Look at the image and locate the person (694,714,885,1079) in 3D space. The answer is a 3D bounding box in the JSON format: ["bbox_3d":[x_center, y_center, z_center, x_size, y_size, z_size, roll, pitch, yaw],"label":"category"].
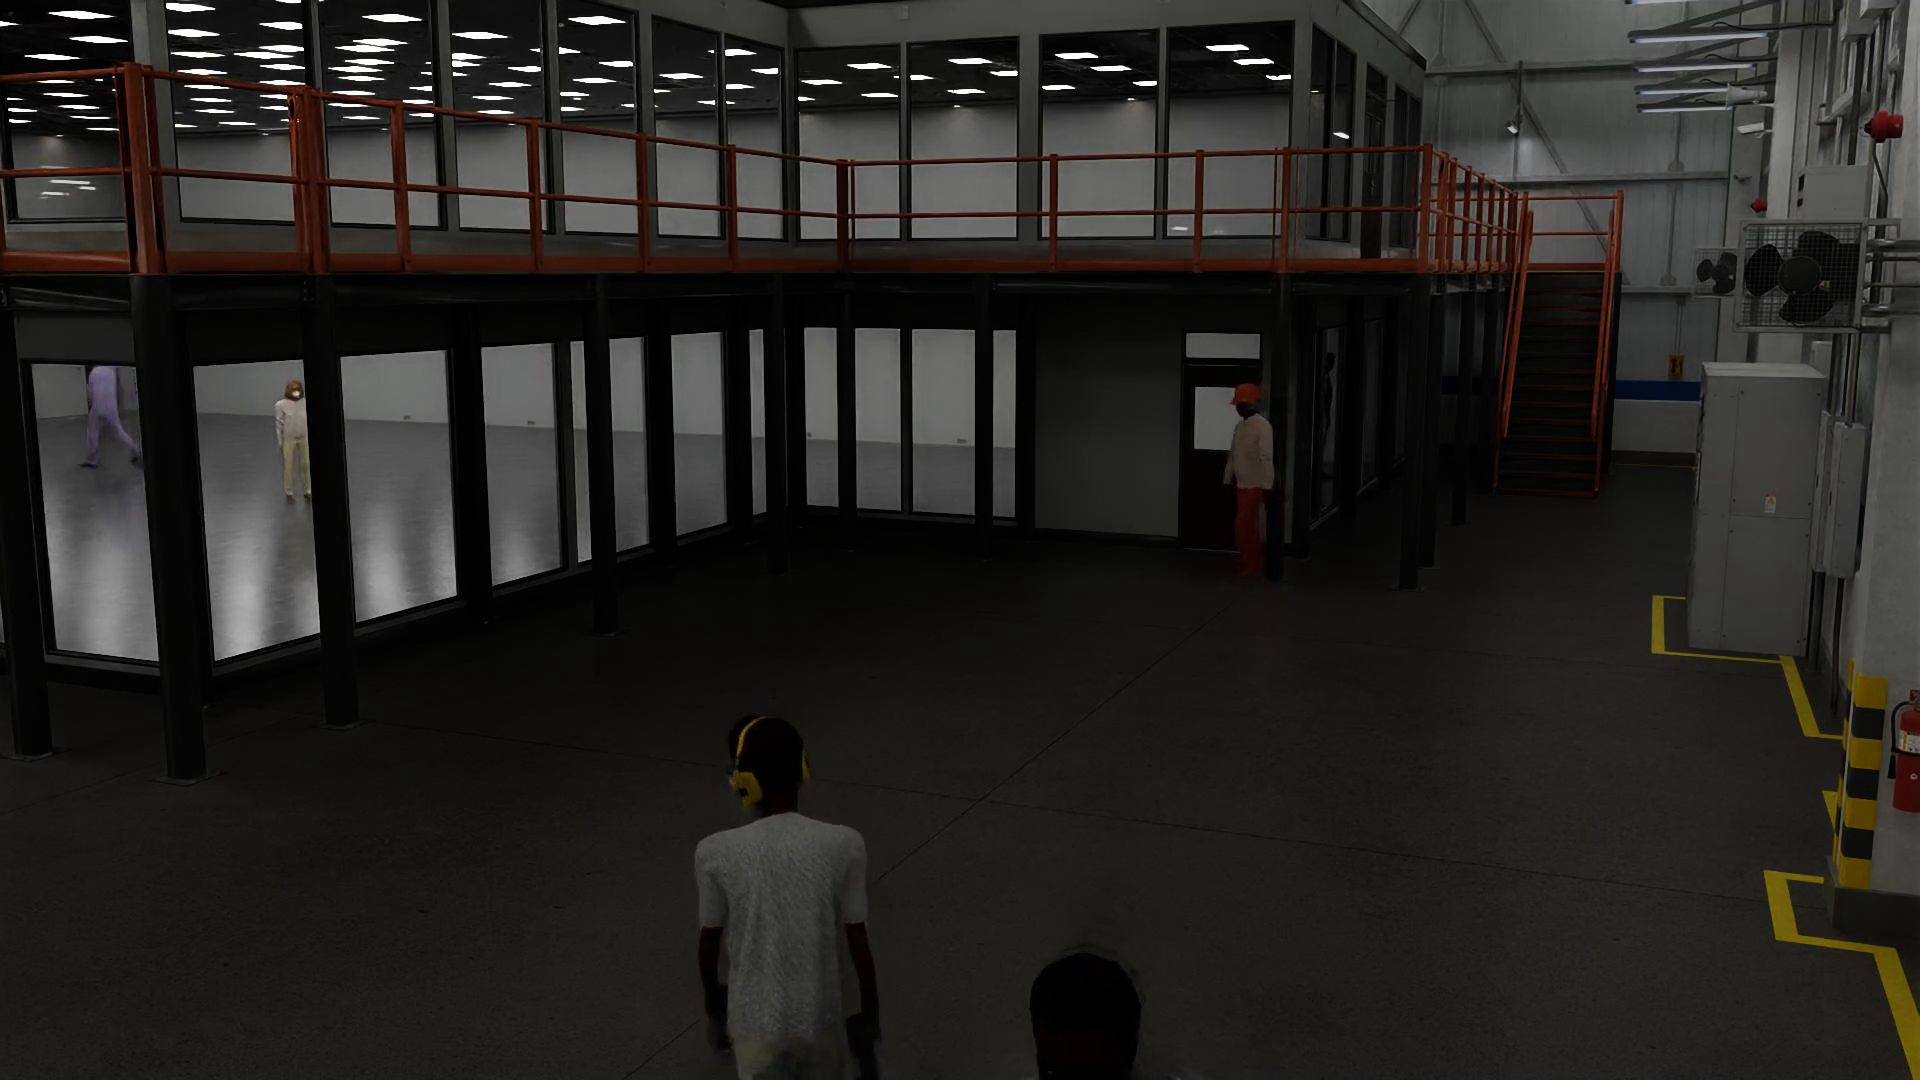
[{"bbox_3d":[-0.506,1.389,4.805,0.508,1.814,0.968,-3,10,-19],"label":"person"}]

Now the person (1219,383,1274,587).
[{"bbox_3d":[2.701,-0.532,16.130,0.690,1.969,0.653,-3,10,-15],"label":"person"}]

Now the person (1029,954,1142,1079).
[{"bbox_3d":[0.229,1.659,2.898,0.614,1.884,0.886,2,9,11],"label":"person"}]
